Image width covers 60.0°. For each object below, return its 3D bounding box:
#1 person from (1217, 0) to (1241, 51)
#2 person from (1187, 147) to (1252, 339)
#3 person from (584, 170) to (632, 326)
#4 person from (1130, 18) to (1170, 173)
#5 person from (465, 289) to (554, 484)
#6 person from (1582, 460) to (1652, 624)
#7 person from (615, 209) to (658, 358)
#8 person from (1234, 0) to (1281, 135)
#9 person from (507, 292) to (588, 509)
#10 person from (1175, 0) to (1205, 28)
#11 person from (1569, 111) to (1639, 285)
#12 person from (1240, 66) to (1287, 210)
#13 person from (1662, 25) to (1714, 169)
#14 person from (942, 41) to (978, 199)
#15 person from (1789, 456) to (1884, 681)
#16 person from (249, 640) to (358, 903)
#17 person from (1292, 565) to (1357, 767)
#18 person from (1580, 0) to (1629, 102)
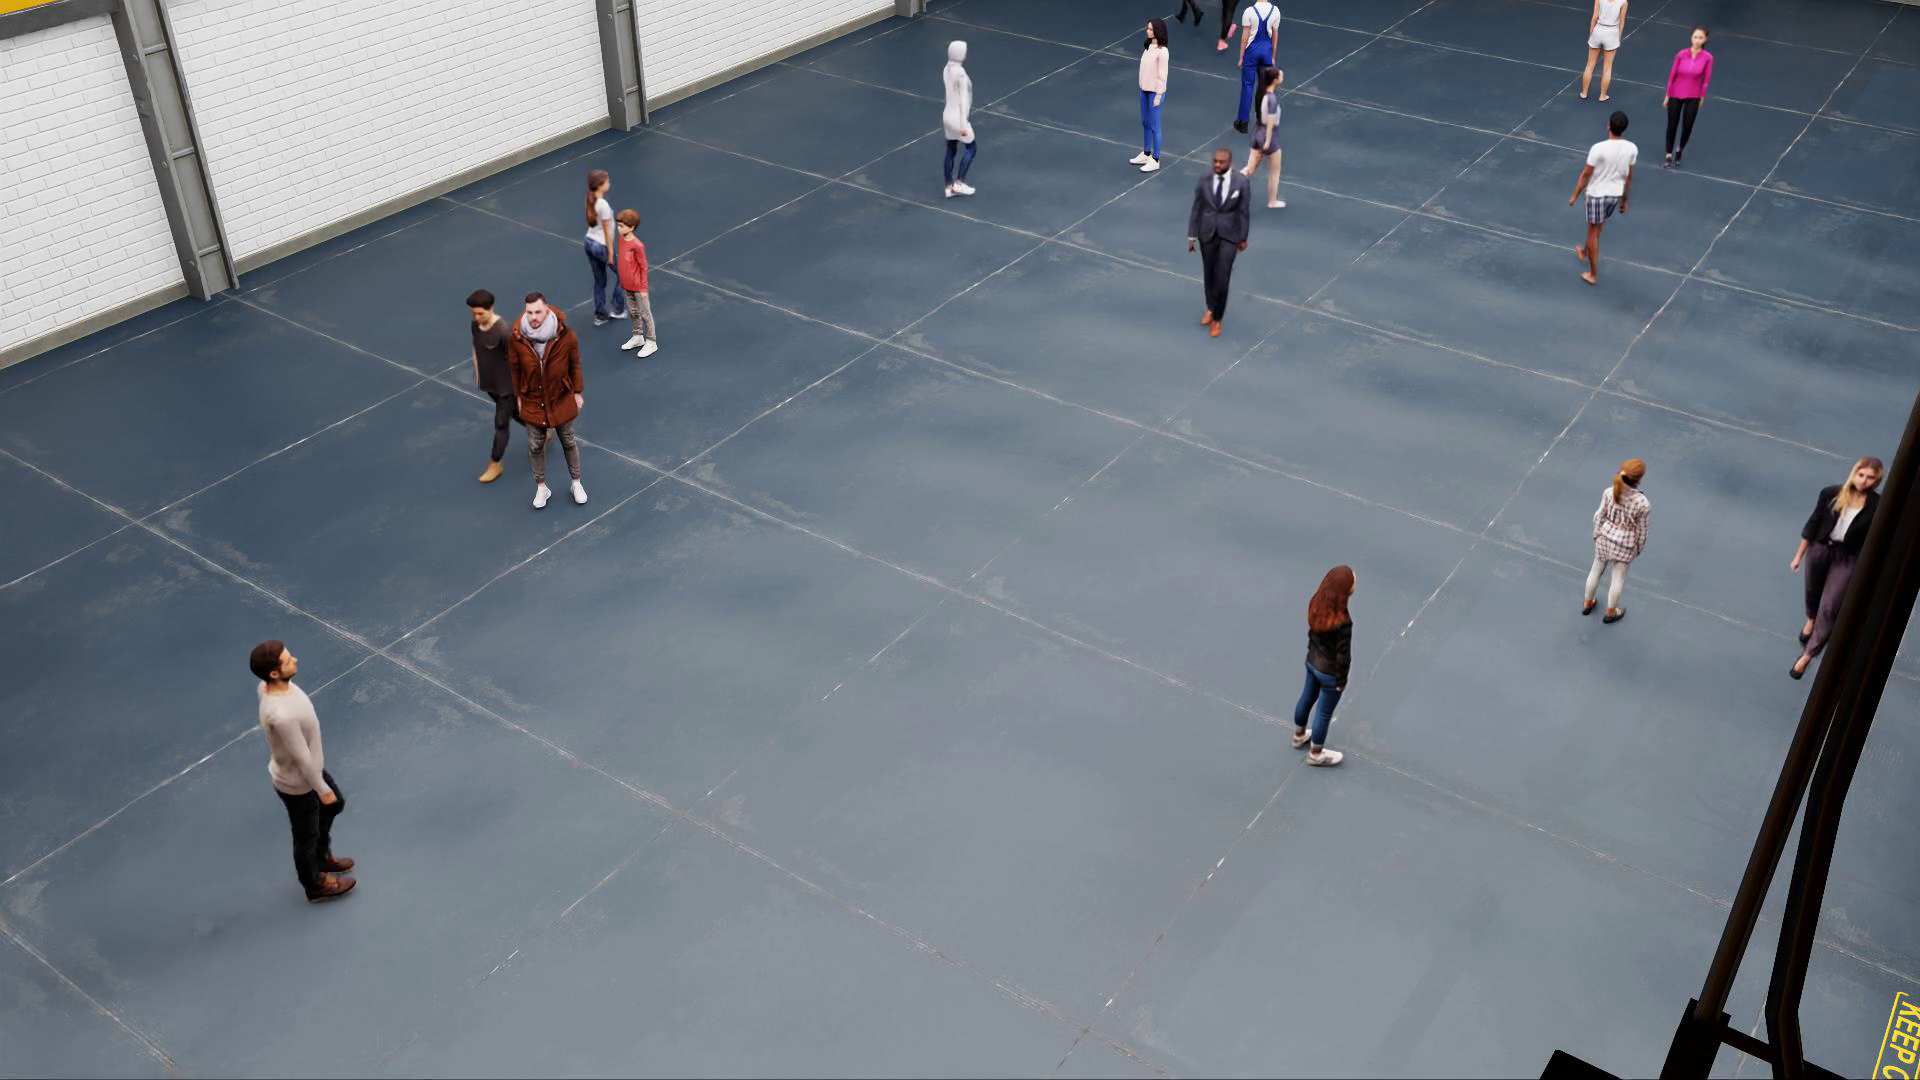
[{"bbox_3d":[3.763,-7.684,23.250,0.645,1.646,1.144,18,38,25],"label":"person"},{"bbox_3d":[2.499,-2.918,15.940,0.802,1.801,0.882,14,36,20],"label":"person"},{"bbox_3d":[-3.495,-2.788,15.973,0.582,1.547,0.644,25,41,33],"label":"person"},{"bbox_3d":[2.252,-5.207,19.411,0.742,1.769,0.729,-12,35,-17],"label":"person"},{"bbox_3d":[-3.712,-1.350,13.701,0.686,1.666,1.063,25,41,33],"label":"person"},{"bbox_3d":[4.738,-0.004,11.998,0.554,1.310,0.519,27,42,34],"label":"person"},{"bbox_3d":[-3.028,-2.412,15.526,0.541,1.416,0.516,28,42,35],"label":"person"},{"bbox_3d":[3.658,-5.956,20.465,0.721,1.850,0.768,-3,34,-5],"label":"person"},{"bbox_3d":[-3.272,-1.121,13.202,0.847,1.839,0.910,-6,34,-9],"label":"person"},{"bbox_3d":[3.362,-8.309,24.068,1.079,1.781,1.042,-12,35,-17],"label":"person"},{"bbox_3d":[6.517,-3.413,16.777,1.027,1.699,1.108,-5,34,-7],"label":"person"},{"bbox_3d":[3.280,-4.405,18.339,1.074,1.620,0.957,-10,35,-14],"label":"person"},{"bbox_3d":[8.494,-5.196,19.468,0.609,1.689,0.619,17,37,24],"label":"person"},{"bbox_3d":[-0.110,-4.674,18.611,0.738,1.767,0.734,-16,37,-23],"label":"person"},{"bbox_3d":[6.056,0.120,11.522,0.663,1.631,1.051,25,41,33],"label":"person"},{"bbox_3d":[-3.839,1.365,9.447,0.761,1.856,0.746,-14,36,-19],"label":"person"},{"bbox_3d":[2.336,0.791,10.646,0.657,1.482,0.635,-13,36,-19],"label":"person"},{"bbox_3d":[8.339,-6.513,21.499,0.582,1.632,0.530,17,37,24],"label":"person"}]
